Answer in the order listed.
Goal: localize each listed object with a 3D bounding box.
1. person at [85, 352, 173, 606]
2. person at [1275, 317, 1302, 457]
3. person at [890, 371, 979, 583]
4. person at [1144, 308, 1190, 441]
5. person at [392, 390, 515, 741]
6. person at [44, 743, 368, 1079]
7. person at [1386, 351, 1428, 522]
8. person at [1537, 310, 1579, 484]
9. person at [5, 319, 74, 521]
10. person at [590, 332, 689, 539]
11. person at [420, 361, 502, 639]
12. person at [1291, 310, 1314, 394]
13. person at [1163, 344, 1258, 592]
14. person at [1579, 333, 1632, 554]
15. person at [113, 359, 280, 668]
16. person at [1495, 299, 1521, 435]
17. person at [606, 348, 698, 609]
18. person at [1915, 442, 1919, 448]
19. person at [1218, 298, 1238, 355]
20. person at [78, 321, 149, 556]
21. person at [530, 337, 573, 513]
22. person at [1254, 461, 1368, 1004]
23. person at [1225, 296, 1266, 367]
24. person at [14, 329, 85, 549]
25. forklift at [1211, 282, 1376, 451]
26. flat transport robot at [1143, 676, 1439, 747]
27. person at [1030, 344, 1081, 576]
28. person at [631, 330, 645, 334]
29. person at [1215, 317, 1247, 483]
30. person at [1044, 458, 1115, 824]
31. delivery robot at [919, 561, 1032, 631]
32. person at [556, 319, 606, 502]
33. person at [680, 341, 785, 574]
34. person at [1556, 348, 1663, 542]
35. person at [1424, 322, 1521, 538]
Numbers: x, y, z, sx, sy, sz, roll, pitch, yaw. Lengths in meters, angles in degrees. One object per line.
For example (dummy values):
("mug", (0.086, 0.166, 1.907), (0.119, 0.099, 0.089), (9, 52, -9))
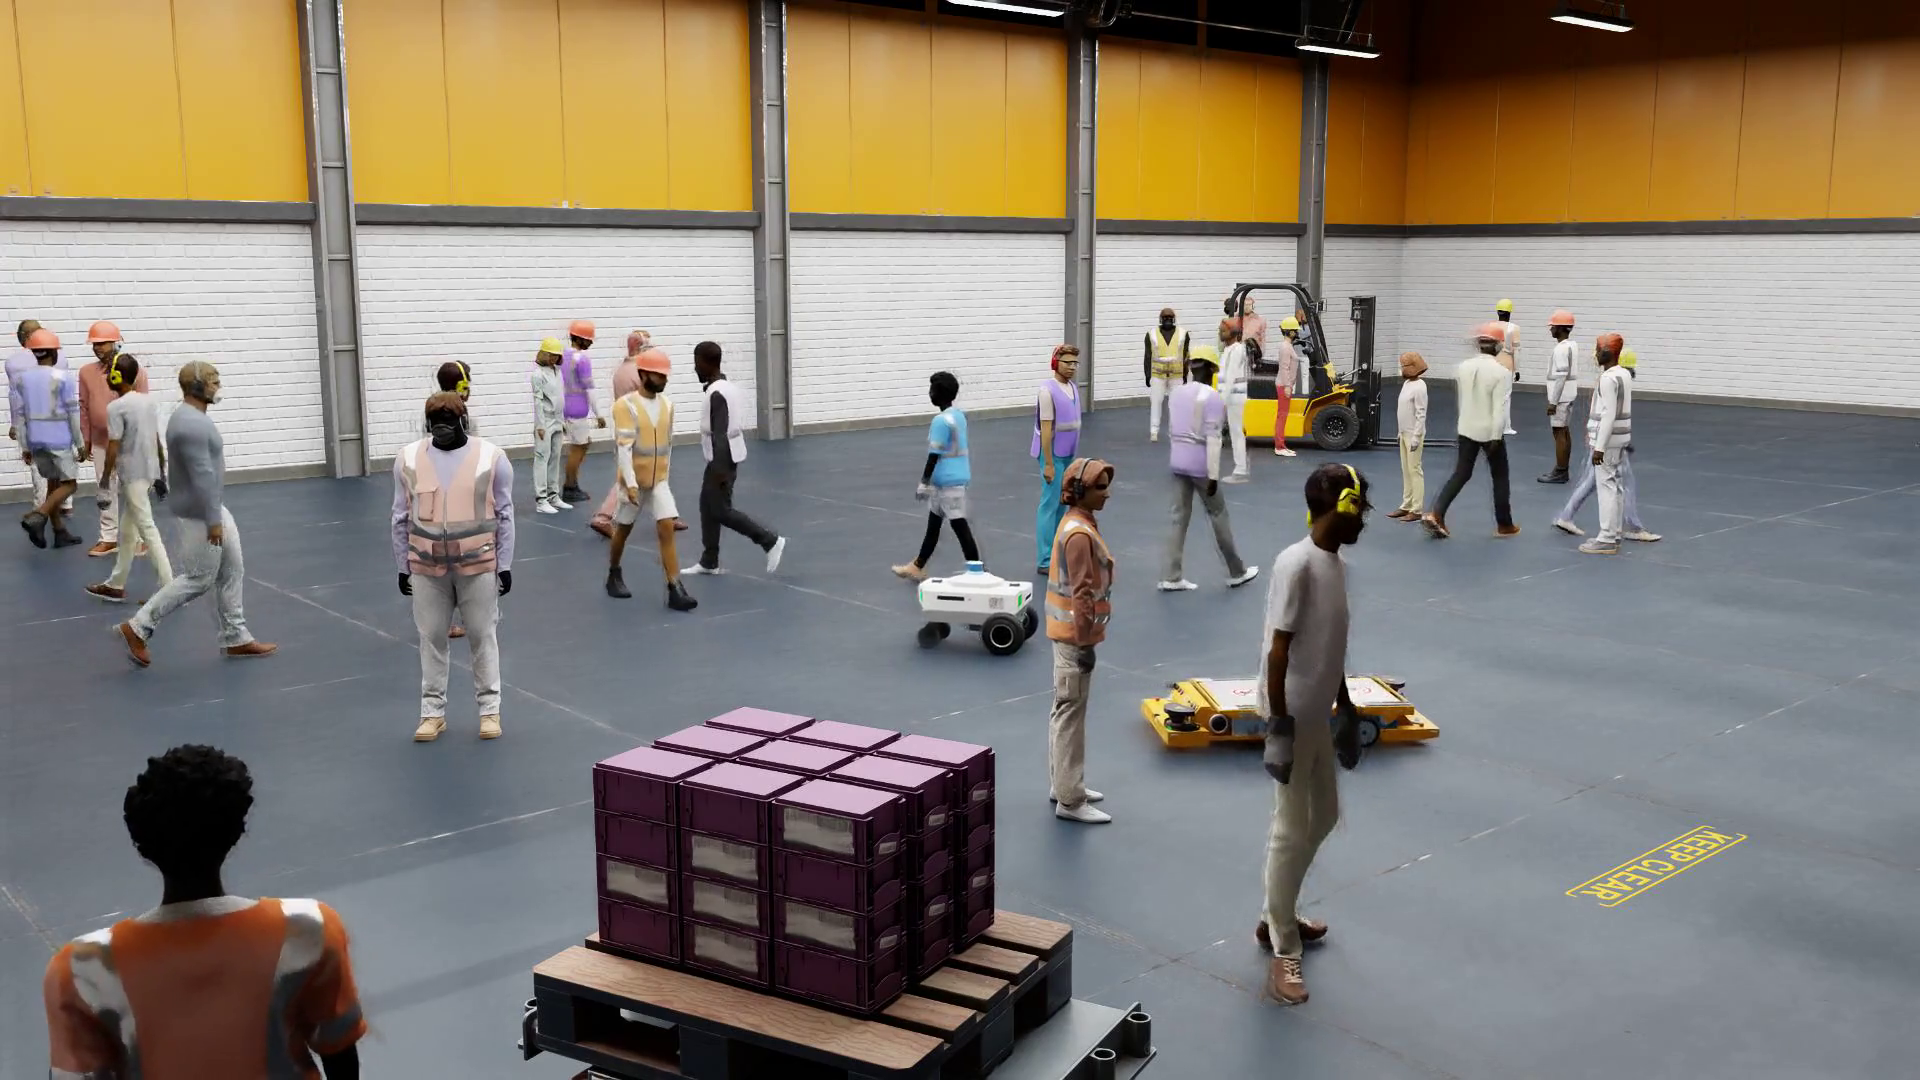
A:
("person", (-6.066, -0.420, 11.975), (0.859, 1.838, 0.554), (0, 10, 3))
("person", (4.164, -1.948, 21.147), (0.313, 1.769, 0.523), (2, 10, 11))
("person", (-0.185, -0.444, 12.622), (0.831, 1.652, 0.551), (2, 10, 13))
("person", (2.825, -2.252, 22.756), (0.623, 1.836, 0.430), (0, 10, 3))
("person", (-2.653, 0.137, 8.723), (0.626, 1.844, 0.429), (-1, 10, -7))
("person", (-1.401, 1.184, 3.174), (0.537, 1.636, 0.911), (-4, 11, -23))
("person", (4.300, -0.986, 15.902), (0.278, 1.633, 0.498), (-1, 10, -3))
("person", (6.690, -1.596, 18.581), (0.361, 1.939, 0.542), (6, 12, 33))
("person", (-8.813, -1.143, 15.929), (0.371, 1.940, 0.627), (4, 11, 24))
("person", (-2.932, -0.943, 14.991), (0.966, 1.866, 0.648), (-5, 11, -29))
("person", (-3.268, -0.270, 11.097), (0.550, 1.836, 0.812), (8, 12, 38))
("person", (5.722, -3.057, 28.023), (0.507, 1.633, 0.274), (3, 10, 16))
("person", (1.858, -0.552, 12.717), (0.915, 1.853, 0.622), (-7, 12, -34))
("person", (5.539, -0.823, 14.214), (0.337, 1.882, 0.583), (7, 12, 34))
("person", (-4.748, -0.153, 10.234), (0.844, 1.913, 0.637), (-3, 10, -19))
("person", (7.694, -2.458, 23.658), (0.585, 1.928, 0.369), (9, 13, 42))
("person", (-2.292, -0.455, 12.101), (0.551, 1.880, 1.047), (-9, 13, -42))
("person", (12.968, -2.014, 21.527), (0.655, 1.772, 0.935), (-4, 10, -22))
("person", (4.503, -3.103, 27.687), (0.430, 1.844, 0.624), (6, 12, 33))
("person", (-7.131, -0.848, 14.039), (0.613, 1.995, 0.391), (1, 10, 6))
("person", (-4.050, -1.141, 16.509), (0.312, 1.737, 0.483), (3, 10, 16))
("person", (1.190, 0.646, 5.794), (0.357, 1.833, 0.655), (7, 12, 34))
("person", (4.504, -2.895, 26.274), (0.643, 1.912, 0.410), (1, 10, 7))
("person", (-7.846, -0.843, 14.246), (0.551, 1.917, 0.692), (2, 10, 11))
("forklift", (4.328, -2.346, 22.227), (2.313, 2.155, 1.214), (3, 10, 16))
("flat transport robot", (1.743, 0.898, 8.854), (1.431, 0.197, 0.652), (-1, 10, -5))
("person", (0.776, -0.639, 13.263), (0.396, 1.841, 0.565), (5, 11, 25))
("person", (-3.906, -1.756, 20.400), (0.280, 1.636, 0.500), (3, 10, 17))
("person", (2.885, -1.544, 18.533), (0.758, 1.856, 0.582), (-1, 10, -8))
("person", (0.538, 0.444, 7.525), (0.314, 1.636, 0.515), (0, 10, 2))
("delivery robot", (0.099, 0.380, 10.782), (0.707, 0.478, 0.477), (2, 10, 14))
("person", (-3.913, -1.324, 17.130), (0.505, 1.894, 0.574), (-7, 12, -36))
("person", (-1.813, -0.628, 13.101), (0.770, 1.888, 0.608), (-1, 10, -5))
("person", (5.821, -0.860, 14.897), (0.895, 1.724, 0.530), (4, 10, 21))
("person", (4.632, -0.977, 14.930), (0.928, 1.959, 0.620), (-7, 12, -34))
